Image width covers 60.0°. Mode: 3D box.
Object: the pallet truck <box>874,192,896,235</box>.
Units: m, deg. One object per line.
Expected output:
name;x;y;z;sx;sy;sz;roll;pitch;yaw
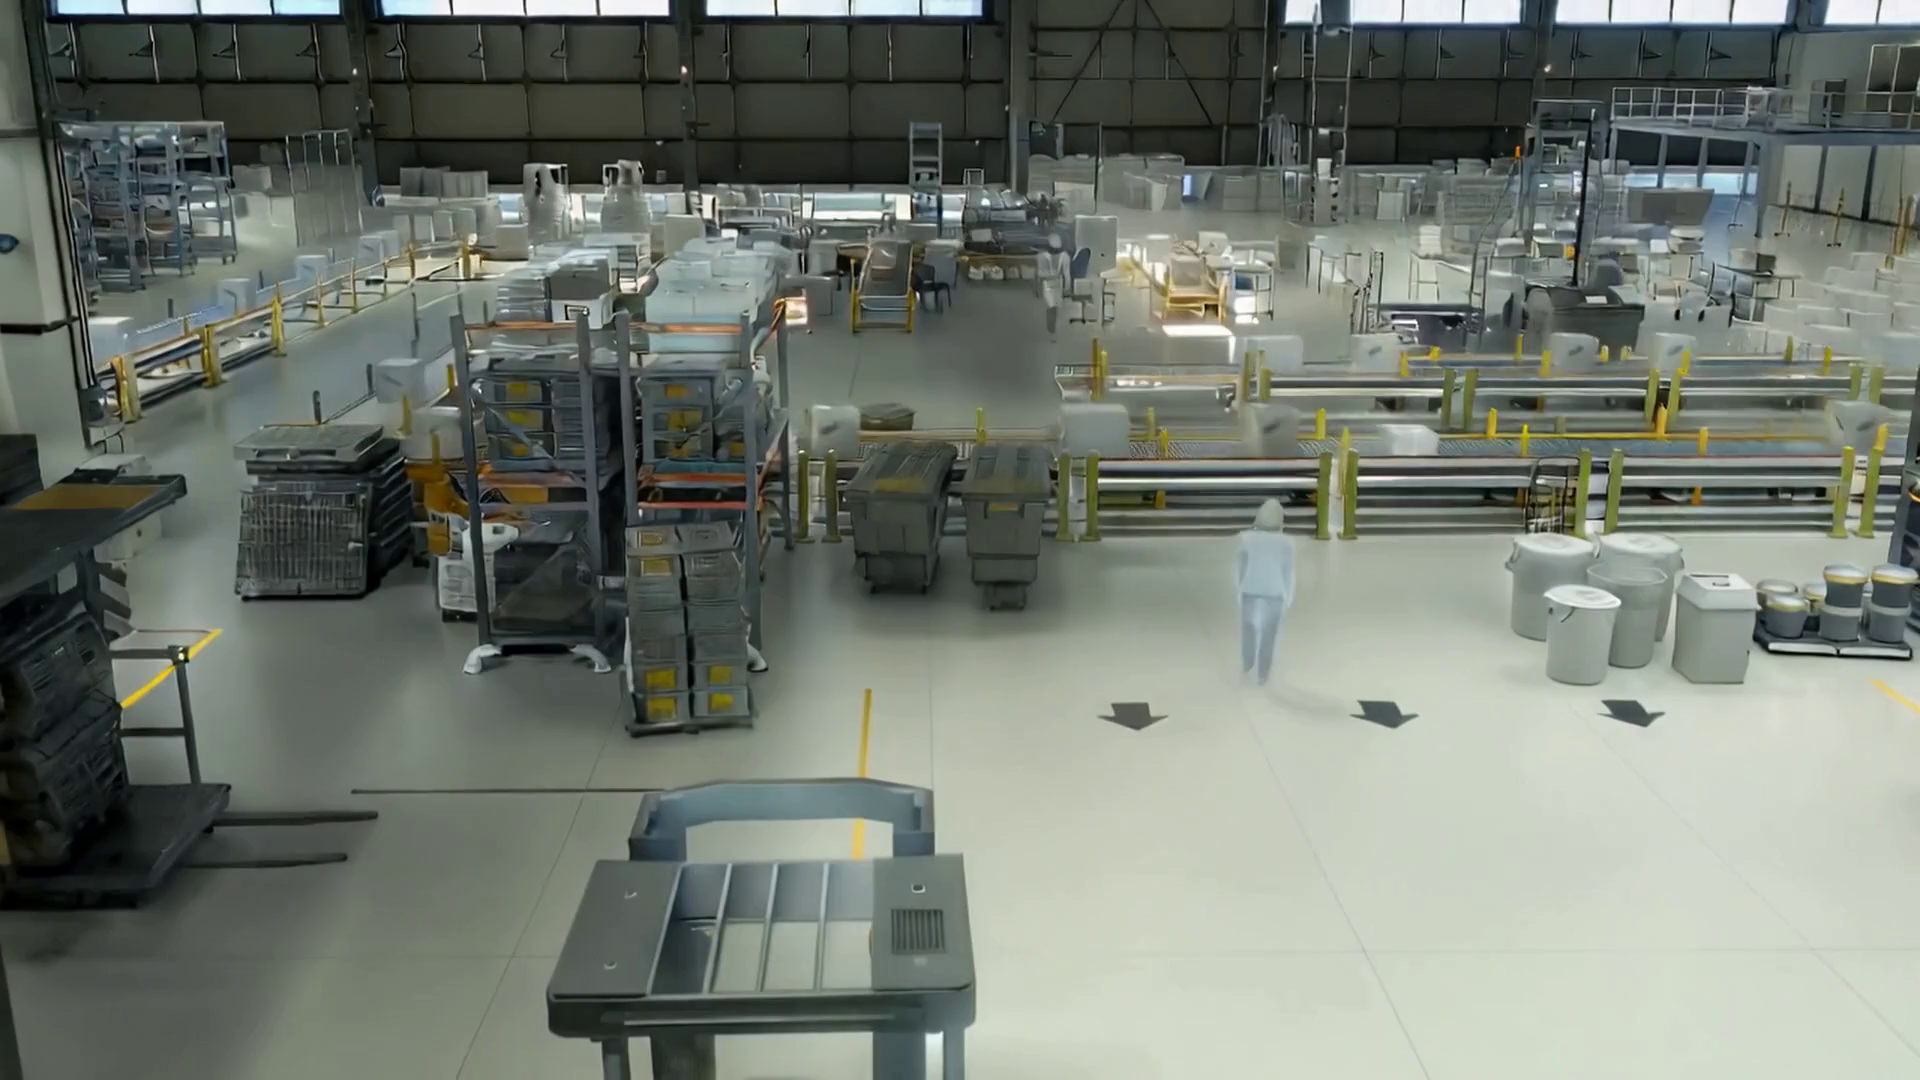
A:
pallet truck;-2.277;-9.986;50.594;0.653;1.274;1.630;0;16;-1

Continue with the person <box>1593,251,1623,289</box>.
person;11.698;-4.337;30.115;0.963;1.785;0.609;-12;20;-36

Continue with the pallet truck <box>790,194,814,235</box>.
pallet truck;-4.814;-9.883;50.259;0.704;1.261;1.522;-1;16;-3

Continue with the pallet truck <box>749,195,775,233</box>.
pallet truck;-6.051;-9.967;50.660;0.680;1.201;1.601;0;16;-1

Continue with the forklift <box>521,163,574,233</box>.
forklift;-12.233;-10.122;49.298;1.157;1.987;2.680;0;16;-1

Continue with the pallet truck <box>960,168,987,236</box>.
pallet truck;0.383;-10.230;50.206;0.823;1.965;1.885;-1;16;-3

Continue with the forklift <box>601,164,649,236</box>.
forklift;-9.948;-10.127;49.296;1.157;1.987;2.680;-1;16;-3

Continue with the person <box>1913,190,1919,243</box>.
person;27.708;-9.424;47.720;0.525;1.825;0.687;-1;16;-3

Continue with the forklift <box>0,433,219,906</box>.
forklift;-5.952;0.780;10.366;1.873;2.768;1.129;0;16;-1

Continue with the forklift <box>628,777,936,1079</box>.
forklift;-0.542;2.165;5.552;1.129;2.768;1.873;-1;16;-2

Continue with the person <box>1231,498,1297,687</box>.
person;2.529;0.431;13.831;0.525;1.613;0.366;5;17;16

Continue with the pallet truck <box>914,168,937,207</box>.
pallet truck;-0.989;-10.316;50.507;0.823;1.965;1.885;1;16;3

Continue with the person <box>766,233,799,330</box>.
person;-3.427;-5.053;32.451;0.643;1.859;0.909;15;22;42

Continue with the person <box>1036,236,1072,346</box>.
person;1.756;-4.591;30.623;0.632;1.994;0.955;-4;16;-13
